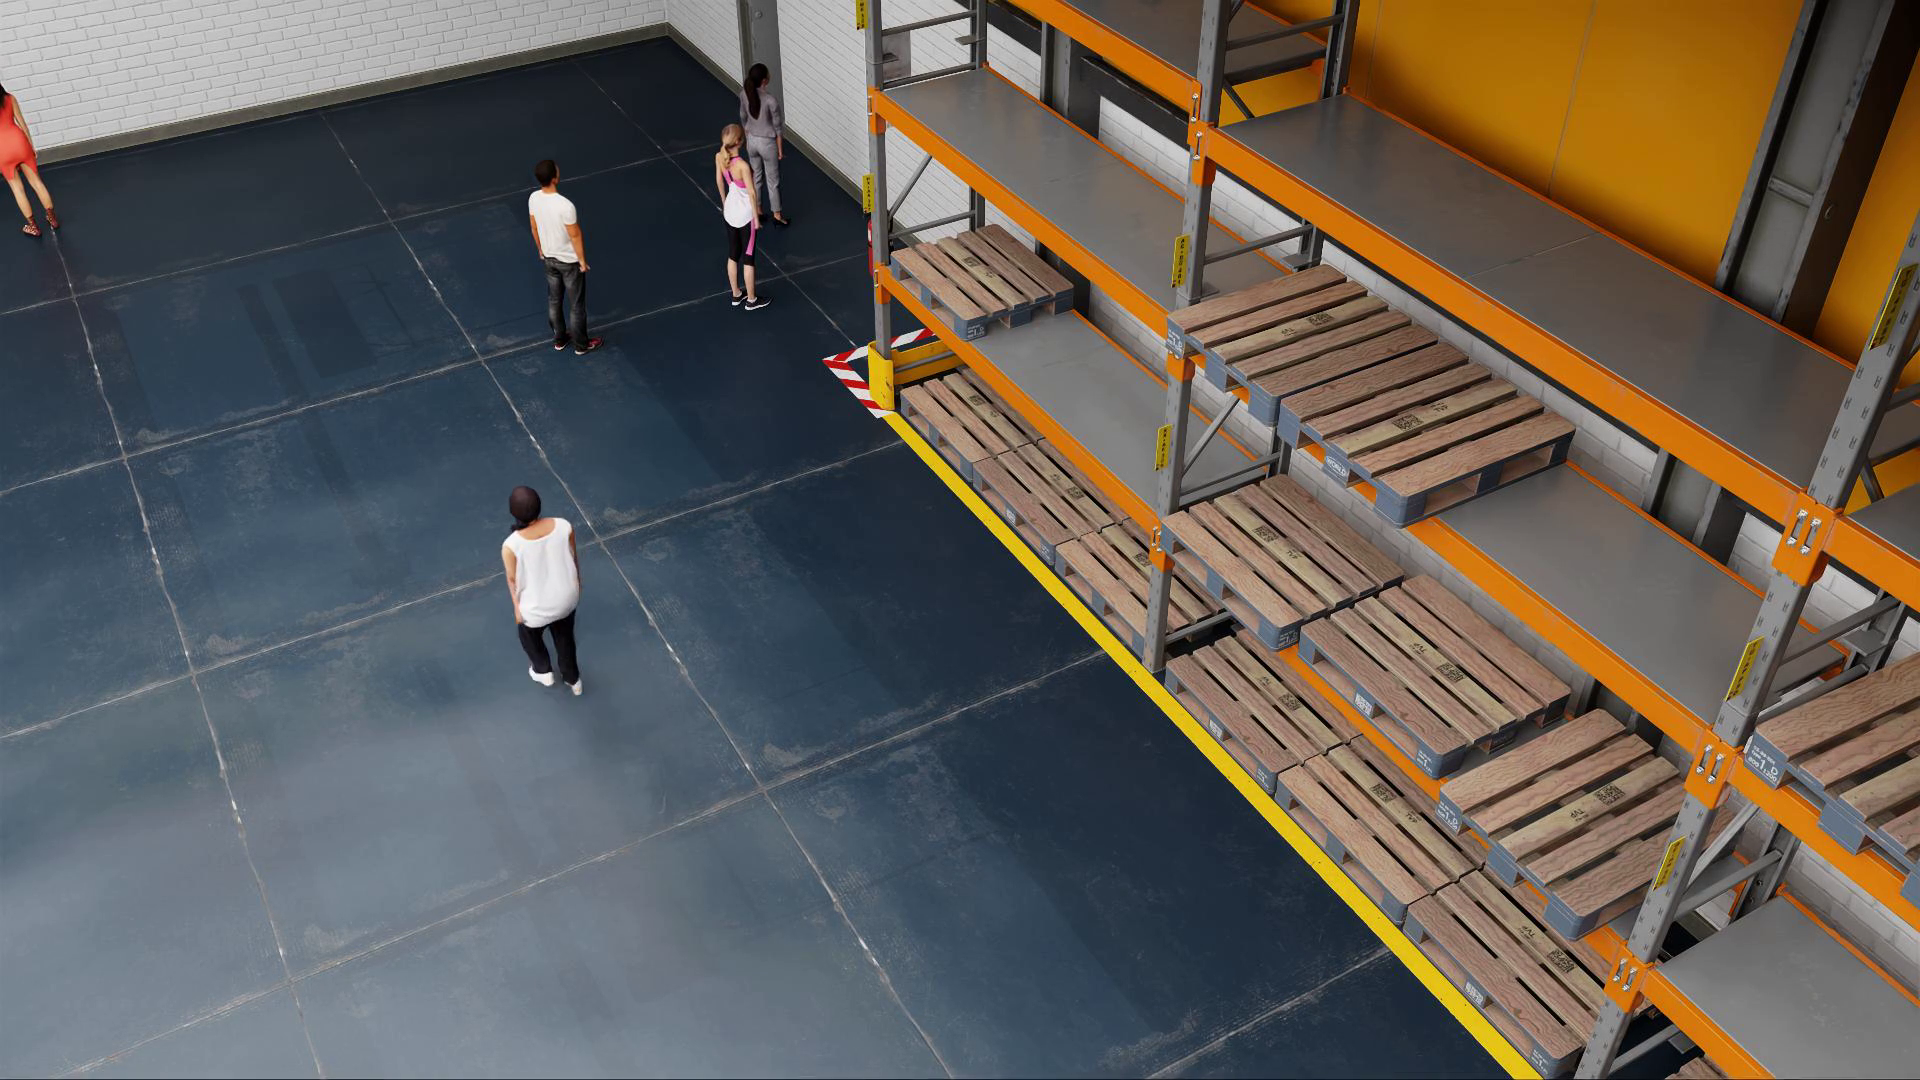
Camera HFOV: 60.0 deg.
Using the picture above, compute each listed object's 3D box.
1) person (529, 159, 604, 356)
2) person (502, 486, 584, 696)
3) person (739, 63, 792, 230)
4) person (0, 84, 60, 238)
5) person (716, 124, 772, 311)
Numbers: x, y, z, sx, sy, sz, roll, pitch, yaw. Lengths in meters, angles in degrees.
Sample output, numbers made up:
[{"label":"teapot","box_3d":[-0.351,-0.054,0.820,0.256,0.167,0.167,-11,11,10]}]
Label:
[{"label":"person","box_3d":[-3.478,-2.464,14.470,0.667,1.803,0.781,18,42,21]},{"label":"person","box_3d":[-2.730,0.392,10.997,0.696,1.673,0.689,-24,44,-27]},{"label":"person","box_3d":[-1.932,-3.860,16.320,0.674,1.677,0.772,20,43,23]},{"label":"person","box_3d":[-9.224,-3.781,16.186,0.632,1.718,0.645,28,47,31]},{"label":"person","box_3d":[-1.999,-2.921,15.054,0.583,1.788,0.732,27,46,29]}]
